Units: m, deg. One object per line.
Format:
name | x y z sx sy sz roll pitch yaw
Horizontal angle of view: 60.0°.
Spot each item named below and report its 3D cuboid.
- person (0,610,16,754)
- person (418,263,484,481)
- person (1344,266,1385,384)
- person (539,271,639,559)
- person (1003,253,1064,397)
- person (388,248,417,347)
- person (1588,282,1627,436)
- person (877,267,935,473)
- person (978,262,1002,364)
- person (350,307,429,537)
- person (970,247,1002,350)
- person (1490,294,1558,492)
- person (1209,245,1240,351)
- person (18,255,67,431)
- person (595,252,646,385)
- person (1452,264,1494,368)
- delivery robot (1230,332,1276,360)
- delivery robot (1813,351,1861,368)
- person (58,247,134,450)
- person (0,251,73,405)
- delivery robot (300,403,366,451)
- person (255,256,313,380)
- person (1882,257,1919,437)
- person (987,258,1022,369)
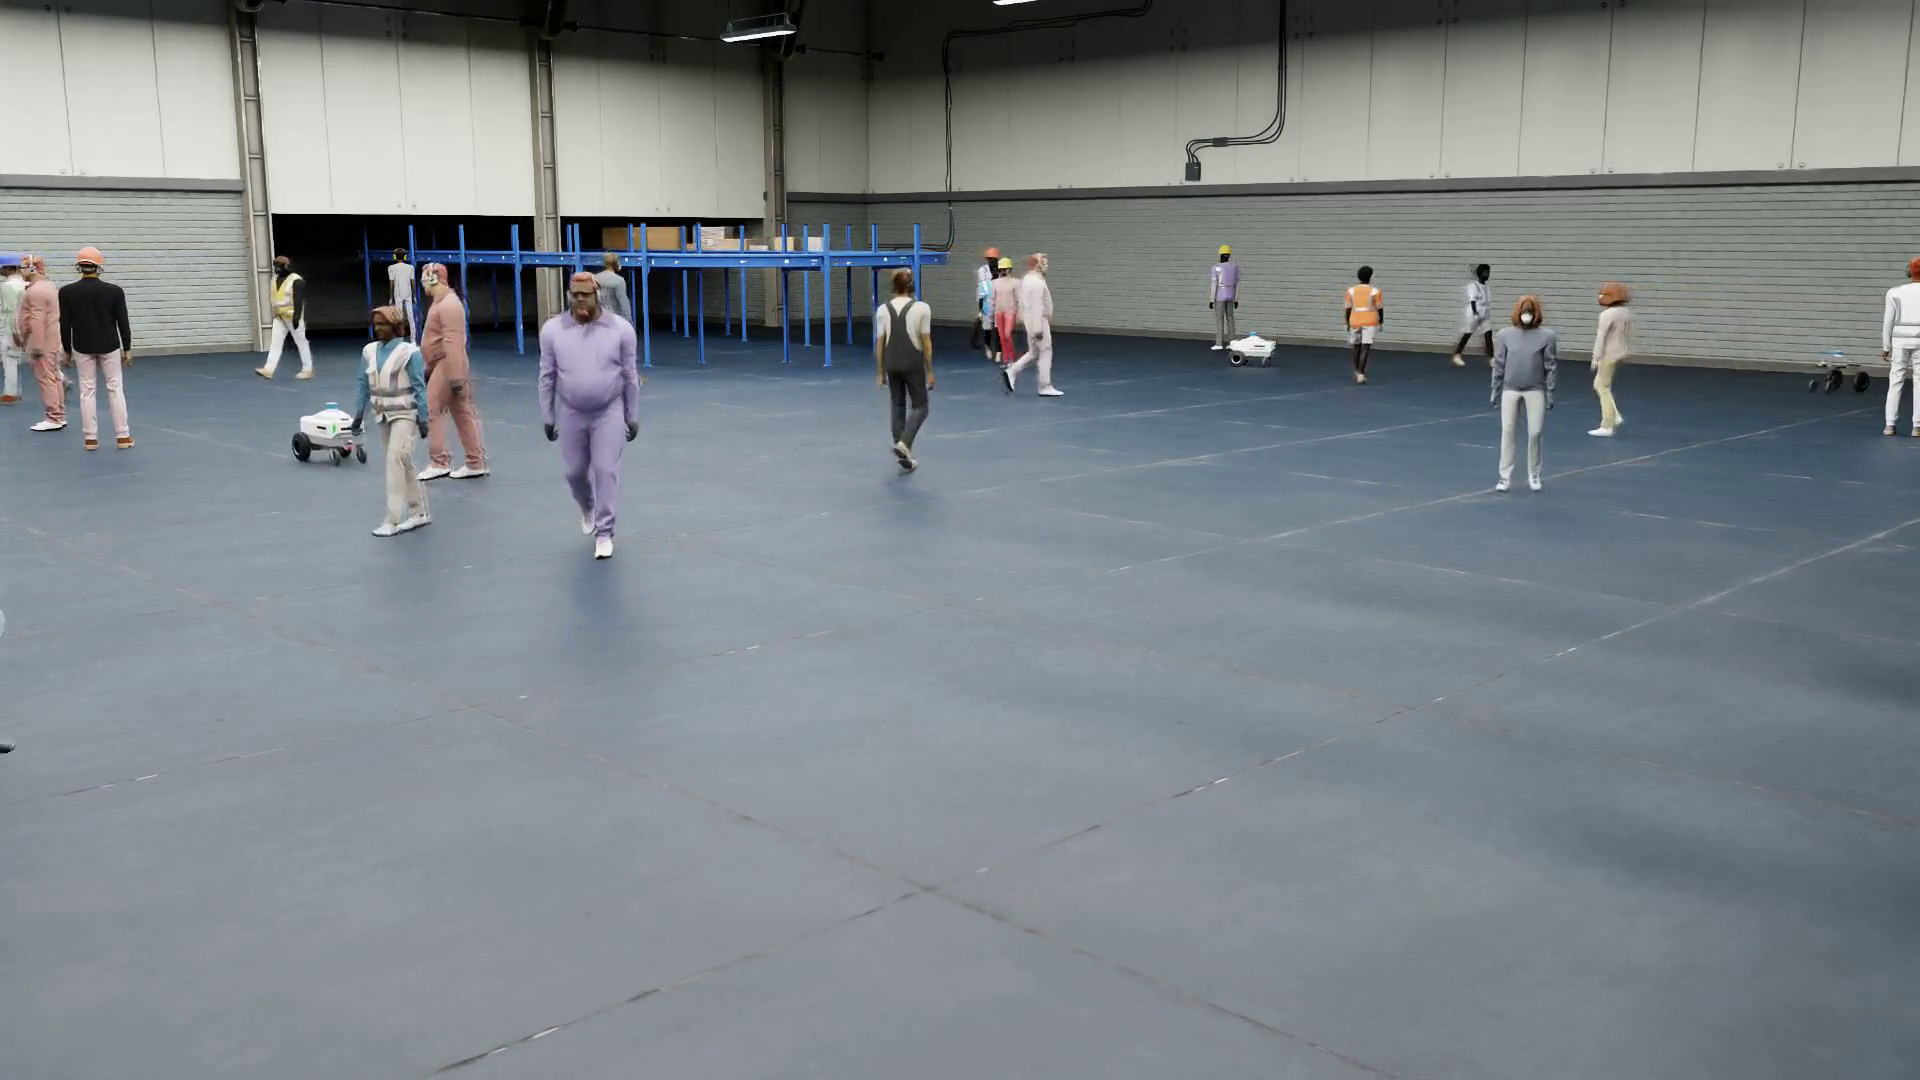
person | -4.097 0.022 6.721 0.551 1.750 0.533 -6 12 -31
person | -4.521 -1.452 14.424 0.757 1.869 0.657 -3 11 -17
person | 5.863 -3.108 24.013 0.545 1.661 0.824 7 12 33
person | -2.472 -0.859 11.160 0.656 1.886 0.738 -1 10 -4
person | 0.979 -2.844 21.961 0.705 1.884 0.658 -2 11 -13
person | -10.615 -4.615 31.660 0.520 1.871 0.328 -6 12 -29
person | 6.834 -1.911 17.598 0.355 1.618 0.514 10 14 42
person | -0.492 -1.500 14.775 0.540 1.835 0.482 4 11 20
person | 0.569 -3.814 27.841 0.537 1.674 0.686 1 10 3
person | -4.054 -0.830 11.739 0.526 1.607 0.764 6 12 29
person | 0.530 -4.485 30.910 0.554 1.894 0.982 -8 13 -37
person | 4.670 -1.222 13.806 0.505 1.633 0.302 5 11 24
person | 4.872 -4.469 30.706 0.595 1.925 0.375 -4 11 -21
person | -10.044 -2.155 18.167 0.404 1.900 0.645 -3 11 -18
person | -4.780 -3.001 22.845 1.039 1.882 0.650 -10 14 -43
person | 8.343 -3.612 26.790 0.535 1.653 0.885 -6 12 -30
delivery robot | 4.767 -3.134 27.035 0.707 0.478 0.477 3 11 17
delivery robot | 11.999 -2.475 22.729 0.698 0.223 0.335 -5 11 -23
person | -8.570 -1.901 16.522 0.640 1.992 0.391 -4 11 -21
person | -11.742 -2.666 20.915 0.853 1.919 0.614 -1 10 -3
delivery robot | -5.913 -1.051 15.672 0.707 0.478 0.477 10 14 43
person | -9.905 -3.239 24.353 0.657 1.791 0.941 5 11 25
person | 10.106 -2.044 17.644 0.582 1.886 0.424 8 13 36
person | 0.704 -3.589 26.378 0.536 1.749 0.418 6 12 31
